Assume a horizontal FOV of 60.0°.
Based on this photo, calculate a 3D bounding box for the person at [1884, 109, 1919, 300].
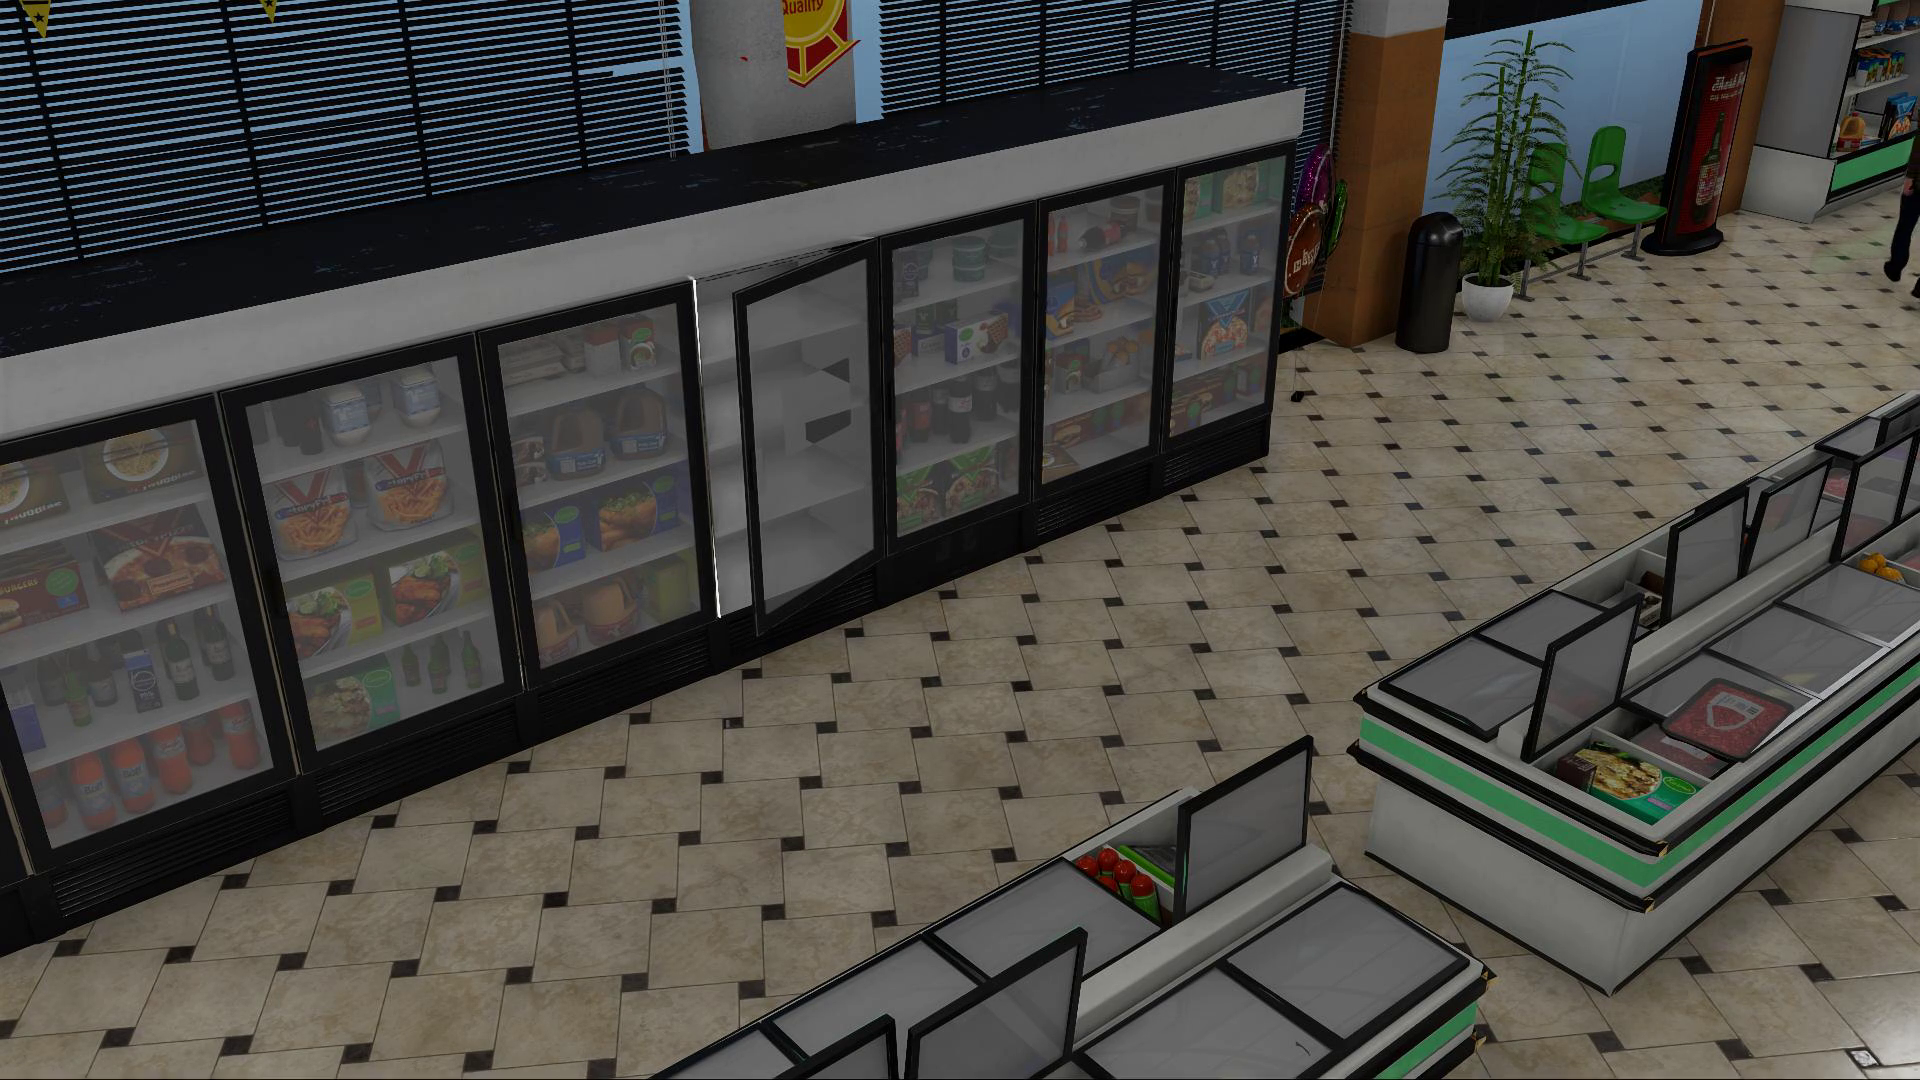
[{"bbox_3d":[7.557,-2.746,12.844,1.090,1.843,1.275,8,28,14],"label":"person"}]
